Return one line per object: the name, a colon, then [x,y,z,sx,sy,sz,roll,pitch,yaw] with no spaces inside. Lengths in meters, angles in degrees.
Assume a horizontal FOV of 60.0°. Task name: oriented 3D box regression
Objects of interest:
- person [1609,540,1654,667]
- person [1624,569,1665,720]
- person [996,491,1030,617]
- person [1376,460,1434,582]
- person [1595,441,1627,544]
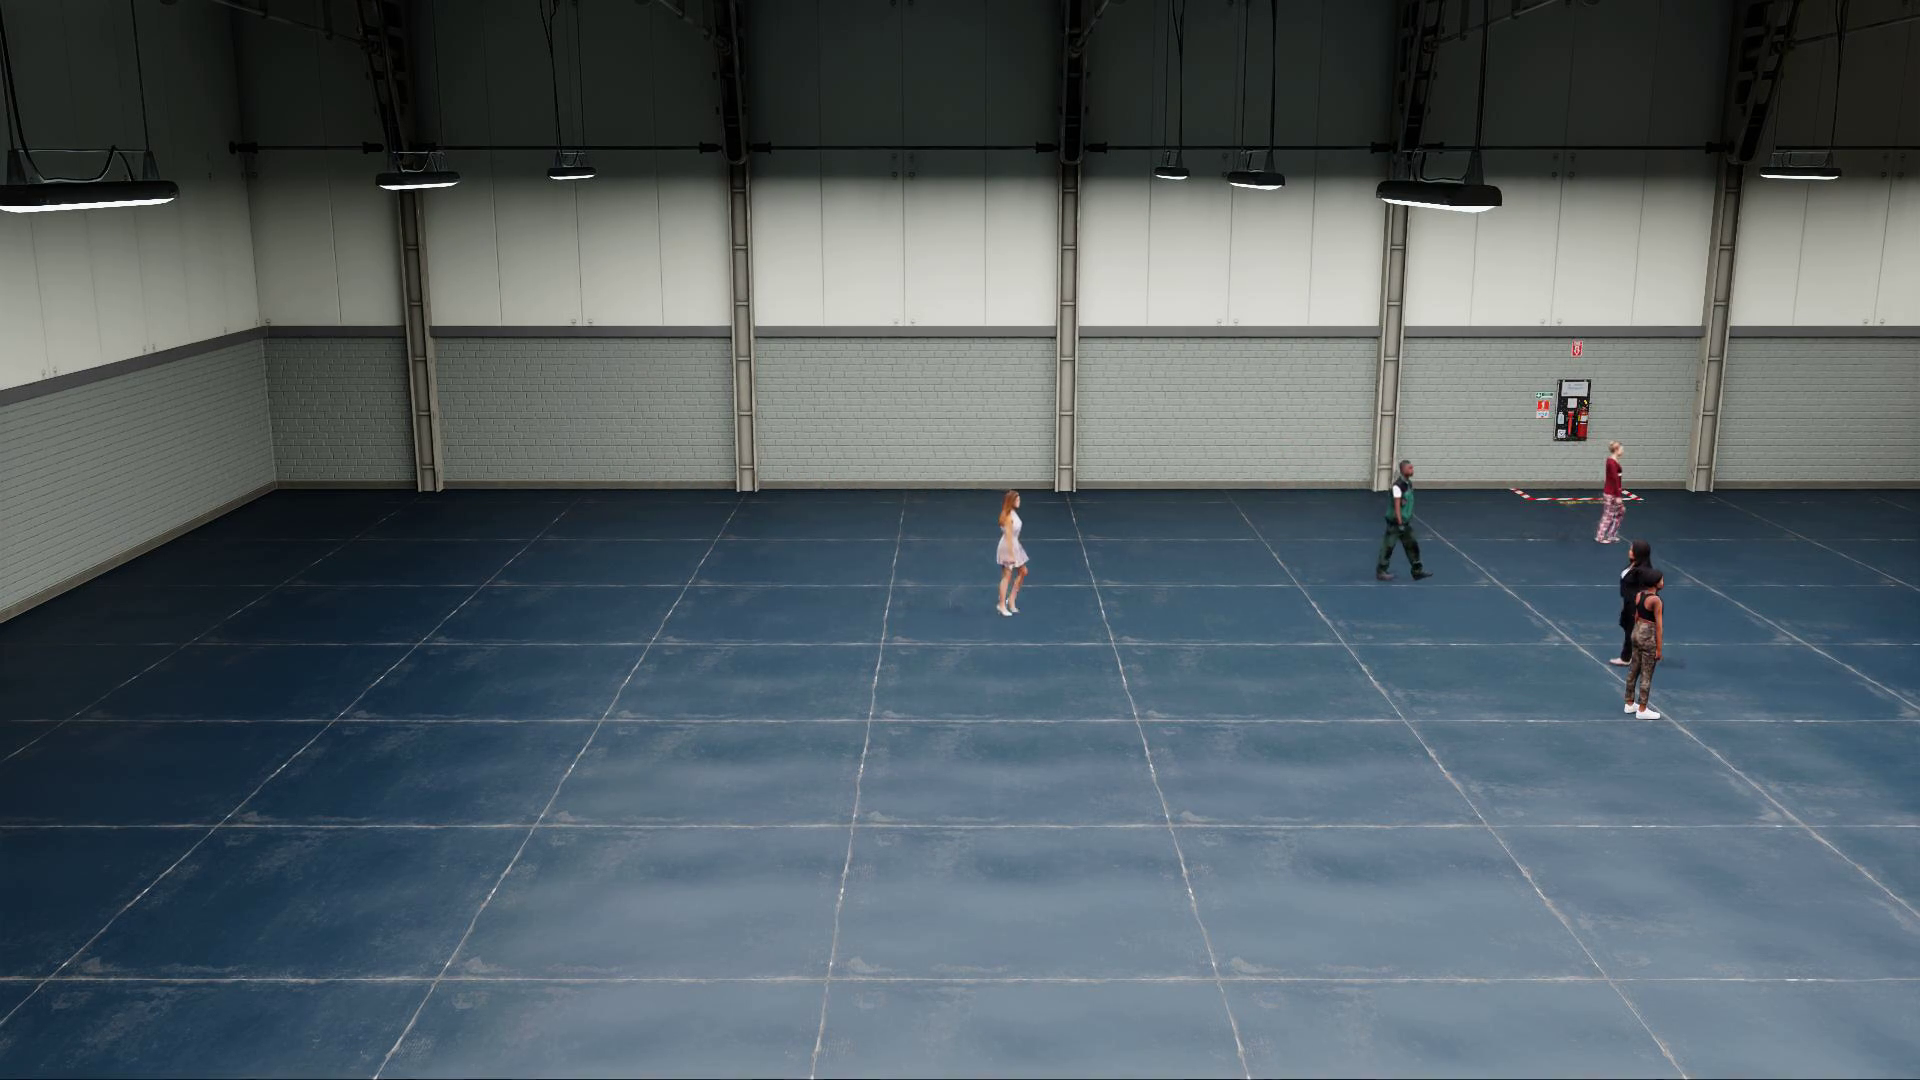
person: [8.378,0.781,20.429,0.895,1.603,0.720,2,13,8]
person: [7.689,1.143,18.650,0.583,1.699,0.625,-3,13,-13]
person: [0.595,0.192,22.634,0.741,1.755,0.670,5,14,19]
person: [6.397,-0.276,24.549,1.195,1.802,1.082,10,16,36]
person: [10.476,-0.768,26.933,0.786,1.686,0.760,5,14,20]
